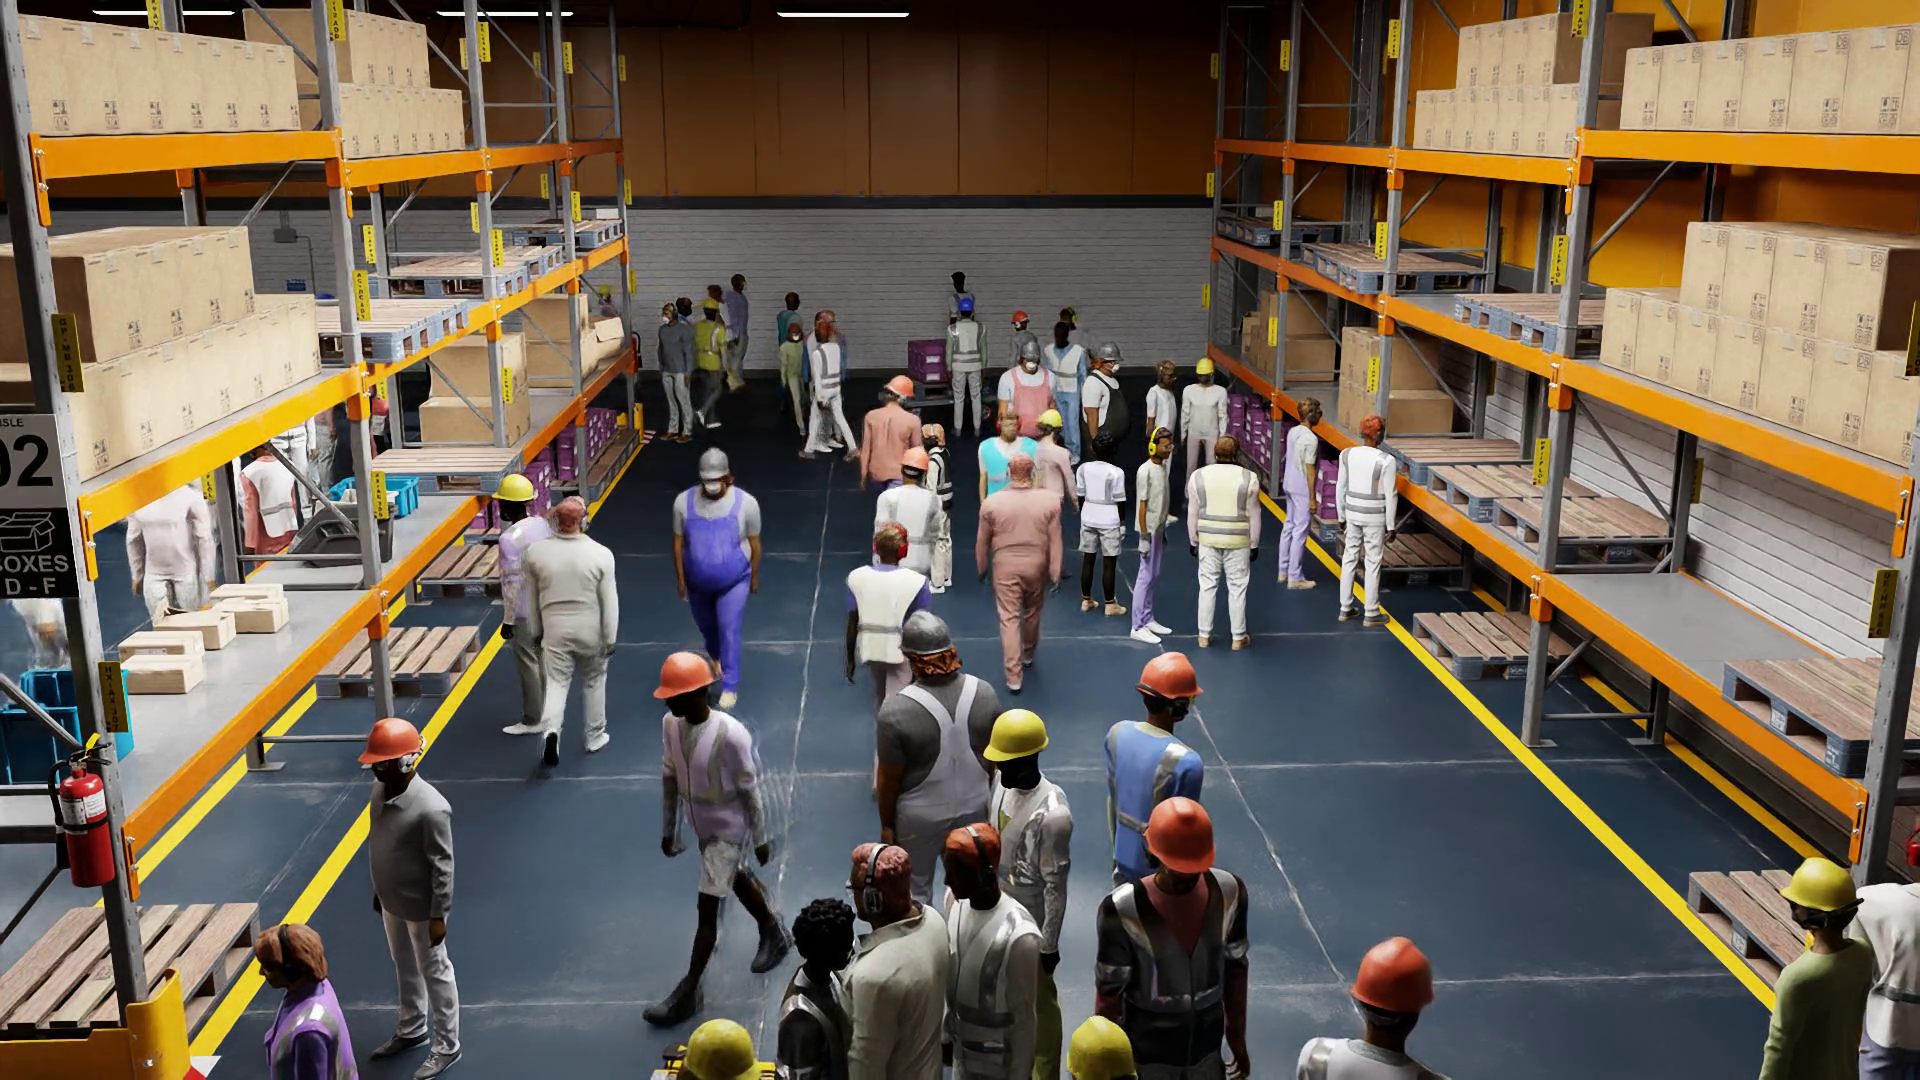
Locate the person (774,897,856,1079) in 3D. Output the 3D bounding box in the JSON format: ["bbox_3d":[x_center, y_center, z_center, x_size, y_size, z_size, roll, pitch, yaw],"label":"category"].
[{"bbox_3d":[-0.525,2.111,6.142,0.320,1.690,0.536,2,14,9],"label":"person"}]

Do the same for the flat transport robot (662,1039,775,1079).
[{"bbox_3d":[-1.081,2.593,7.068,0.652,0.197,1.431,1,14,3],"label":"flat transport robot"}]

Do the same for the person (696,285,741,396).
[{"bbox_3d":[-3.925,-3.224,26.890,0.737,1.791,0.614,1,14,4],"label":"person"}]

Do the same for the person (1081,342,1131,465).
[{"bbox_3d":[1.619,-1.189,18.386,0.535,2.000,0.680,6,16,23],"label":"person"}]

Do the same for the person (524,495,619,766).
[{"bbox_3d":[-2.683,0.637,11.524,0.649,1.883,0.716,0,14,0],"label":"person"}]

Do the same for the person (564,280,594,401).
[{"bbox_3d":[-6.055,-3.155,26.191,0.379,1.996,0.609,9,17,30],"label":"person"}]

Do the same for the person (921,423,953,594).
[{"bbox_3d":[-0.219,-0.297,15.706,0.313,1.634,0.514,3,15,12],"label":"person"}]

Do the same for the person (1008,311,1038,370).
[{"bbox_3d":[0.863,-2.397,23.734,0.355,1.736,0.577,11,18,38],"label":"person"}]

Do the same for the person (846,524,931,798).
[{"bbox_3d":[-0.426,0.760,11.229,0.580,1.788,0.991,6,15,22],"label":"person"}]

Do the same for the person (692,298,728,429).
[{"bbox_3d":[-3.626,-2.515,23.890,0.625,1.895,0.598,8,17,30],"label":"person"}]

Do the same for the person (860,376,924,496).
[{"bbox_3d":[-0.640,-0.678,16.602,0.636,1.926,1.042,5,15,20],"label":"person"}]

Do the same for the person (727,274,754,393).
[{"bbox_3d":[-3.600,-3.374,27.168,0.372,1.940,0.631,2,14,6],"label":"person"}]

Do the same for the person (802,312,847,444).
[{"bbox_3d":[-1.860,-2.221,22.864,0.622,1.835,0.431,-4,15,-17],"label":"person"}]

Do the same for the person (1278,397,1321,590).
[{"bbox_3d":[3.267,-0.446,15.886,0.345,1.838,0.507,-3,15,-13],"label":"person"}]

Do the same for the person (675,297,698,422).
[{"bbox_3d":[-4.074,-2.667,24.595,0.430,1.840,0.621,-5,15,-20],"label":"person"}]

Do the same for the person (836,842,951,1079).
[{"bbox_3d":[-0.265,2.011,6.123,0.400,1.895,0.651,5,15,17],"label":"person"}]

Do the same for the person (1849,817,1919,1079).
[{"bbox_3d":[3.717,1.949,6.471,0.560,1.838,0.394,7,16,25],"label":"person"}]

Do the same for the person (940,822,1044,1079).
[{"bbox_3d":[0.090,1.959,6.364,0.373,1.879,0.585,-9,17,-30],"label":"person"}]

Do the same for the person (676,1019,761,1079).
[{"bbox_3d":[-0.742,2.305,5.281,0.320,1.737,0.485,12,19,39],"label":"person"}]

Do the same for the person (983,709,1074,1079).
[{"bbox_3d":[0.283,1.660,7.453,0.393,1.918,0.585,-6,16,-24],"label":"person"}]

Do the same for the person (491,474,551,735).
[{"bbox_3d":[-3.169,0.467,12.105,0.356,1.930,0.592,3,15,13],"label":"person"}]

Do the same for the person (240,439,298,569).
[{"bbox_3d":[-5.858,-0.050,14.190,0.401,1.908,0.597,4,15,15],"label":"person"}]

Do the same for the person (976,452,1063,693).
[{"bbox_3d":[0.464,0.218,13.228,0.671,1.850,0.984,0,14,-1],"label":"person"}]

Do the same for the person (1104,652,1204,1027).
[{"bbox_3d":[0.934,1.510,7.816,0.416,2.035,0.609,-10,17,-34],"label":"person"}]

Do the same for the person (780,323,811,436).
[{"bbox_3d":[-2.307,-2.308,23.642,0.555,1.604,0.581,-5,15,-19],"label":"person"}]

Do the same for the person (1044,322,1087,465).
[{"bbox_3d":[1.416,-1.921,21.638,0.658,1.874,0.649,10,17,34],"label":"person"}]

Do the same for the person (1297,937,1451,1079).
[{"bbox_3d":[1.333,2.187,5.355,0.543,1.931,0.387,10,17,34],"label":"person"}]

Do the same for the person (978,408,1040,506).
[{"bbox_3d":[0.450,-0.353,15.534,0.570,1.826,0.638,-1,14,-5],"label":"person"}]

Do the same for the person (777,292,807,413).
[{"bbox_3d":[-2.559,-2.841,25.288,0.511,1.842,0.354,12,18,38],"label":"person"}]

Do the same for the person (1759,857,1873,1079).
[{"bbox_3d":[3.187,2.036,6.286,0.525,1.761,0.340,-9,17,-31],"label":"person"}]

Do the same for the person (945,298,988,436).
[{"bbox_3d":[0.091,-2.435,23.463,0.605,1.948,0.390,-3,15,-10],"label":"person"}]

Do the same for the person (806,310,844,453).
[{"bbox_3d":[-1.794,-2.148,22.428,0.410,1.905,0.640,6,15,21],"label":"person"}]

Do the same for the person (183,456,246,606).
[{"bbox_3d":[-6.425,-0.098,14.376,0.405,1.909,0.597,8,16,29],"label":"person"}]

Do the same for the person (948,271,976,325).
[{"bbox_3d":[0.013,-3.415,27.279,0.373,1.963,0.607,12,18,39],"label":"person"}]

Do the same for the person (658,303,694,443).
[{"bbox_3d":[-3.934,-2.313,23.003,0.632,1.938,0.359,12,18,38],"label":"person"}]

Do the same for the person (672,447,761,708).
[{"bbox_3d":[-1.881,0.197,12.944,0.683,2.000,0.953,1,14,4],"label":"person"}]

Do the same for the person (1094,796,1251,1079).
[{"bbox_3d":[0.810,1.906,6.269,0.613,2.029,0.409,-5,15,-18],"label":"person"}]

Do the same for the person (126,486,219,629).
[{"bbox_3d":[-6.105,0.265,12.937,0.680,1.916,0.422,0,14,1],"label":"person"}]

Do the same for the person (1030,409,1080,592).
[{"bbox_3d":[0.854,-0.377,15.808,0.774,1.738,0.531,-12,19,-39],"label":"person"}]

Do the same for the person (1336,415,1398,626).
[{"bbox_3d":[3.601,-0.176,14.721,0.342,1.882,0.587,-14,20,-43],"label":"person"}]

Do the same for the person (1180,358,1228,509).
[{"bbox_3d":[2.780,-1.208,19.011,0.533,1.767,0.326,4,15,14],"label":"person"}]

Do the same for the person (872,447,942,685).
[{"bbox_3d":[-0.423,0.208,13.272,0.574,1.871,0.838,-2,14,-7],"label":"person"}]

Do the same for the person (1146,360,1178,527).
[{"bbox_3d":[2.224,-1.062,18.300,0.359,1.840,0.514,9,17,32],"label":"person"}]

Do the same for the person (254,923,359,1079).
[{"bbox_3d":[-2.346,2.153,6.088,0.313,1.631,0.523,-6,16,-23],"label":"person"}]

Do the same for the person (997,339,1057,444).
[{"bbox_3d":[0.779,-1.236,18.573,0.688,2.000,0.536,-3,15,-12],"label":"person"}]

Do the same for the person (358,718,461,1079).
[{"bbox_3d":[-2.582,1.661,7.769,0.563,1.753,0.327,11,18,37],"label":"person"}]

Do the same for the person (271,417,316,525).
[{"bbox_3d":[-7.306,-1.030,18.086,0.574,1.880,0.357,-7,16,-26],"label":"person"}]

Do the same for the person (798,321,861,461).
[{"bbox_3d":[-1.719,-1.941,21.729,0.925,1.852,0.586,12,19,40],"label":"person"}]

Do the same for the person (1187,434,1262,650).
[{"bbox_3d":[2.233,0.016,14.052,0.621,1.845,0.429,5,15,18],"label":"person"}]

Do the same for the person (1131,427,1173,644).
[{"bbox_3d":[1.667,-0.058,14.292,0.310,1.868,0.533,7,16,25],"label":"person"}]

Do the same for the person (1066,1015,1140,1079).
[{"bbox_3d":[0.432,2.327,5.209,0.530,1.732,0.873,-4,15,-15],"label":"person"}]

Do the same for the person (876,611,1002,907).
[{"bbox_3d":[-0.146,1.331,8.495,0.681,2.000,0.535,-8,16,-28],"label":"person"}]

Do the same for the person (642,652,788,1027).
[{"bbox_3d":[-1.246,1.434,8.445,0.561,1.872,1.033,11,18,38],"label":"person"}]

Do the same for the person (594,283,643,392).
[{"bbox_3d":[-5.642,-3.275,27.069,0.880,1.803,0.578,-3,15,-10],"label":"person"}]

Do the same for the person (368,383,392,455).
[{"bbox_3d":[-7.186,-1.591,20.653,0.317,1.695,0.540,6,15,21],"label":"person"}]

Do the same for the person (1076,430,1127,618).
[{"bbox_3d":[1.282,-0.149,14.990,0.531,1.697,0.320,12,19,39],"label":"person"}]

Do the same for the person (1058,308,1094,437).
[{"bbox_3d":[1.638,-2.349,23.405,0.654,1.813,0.923,6,16,23],"label":"person"}]
